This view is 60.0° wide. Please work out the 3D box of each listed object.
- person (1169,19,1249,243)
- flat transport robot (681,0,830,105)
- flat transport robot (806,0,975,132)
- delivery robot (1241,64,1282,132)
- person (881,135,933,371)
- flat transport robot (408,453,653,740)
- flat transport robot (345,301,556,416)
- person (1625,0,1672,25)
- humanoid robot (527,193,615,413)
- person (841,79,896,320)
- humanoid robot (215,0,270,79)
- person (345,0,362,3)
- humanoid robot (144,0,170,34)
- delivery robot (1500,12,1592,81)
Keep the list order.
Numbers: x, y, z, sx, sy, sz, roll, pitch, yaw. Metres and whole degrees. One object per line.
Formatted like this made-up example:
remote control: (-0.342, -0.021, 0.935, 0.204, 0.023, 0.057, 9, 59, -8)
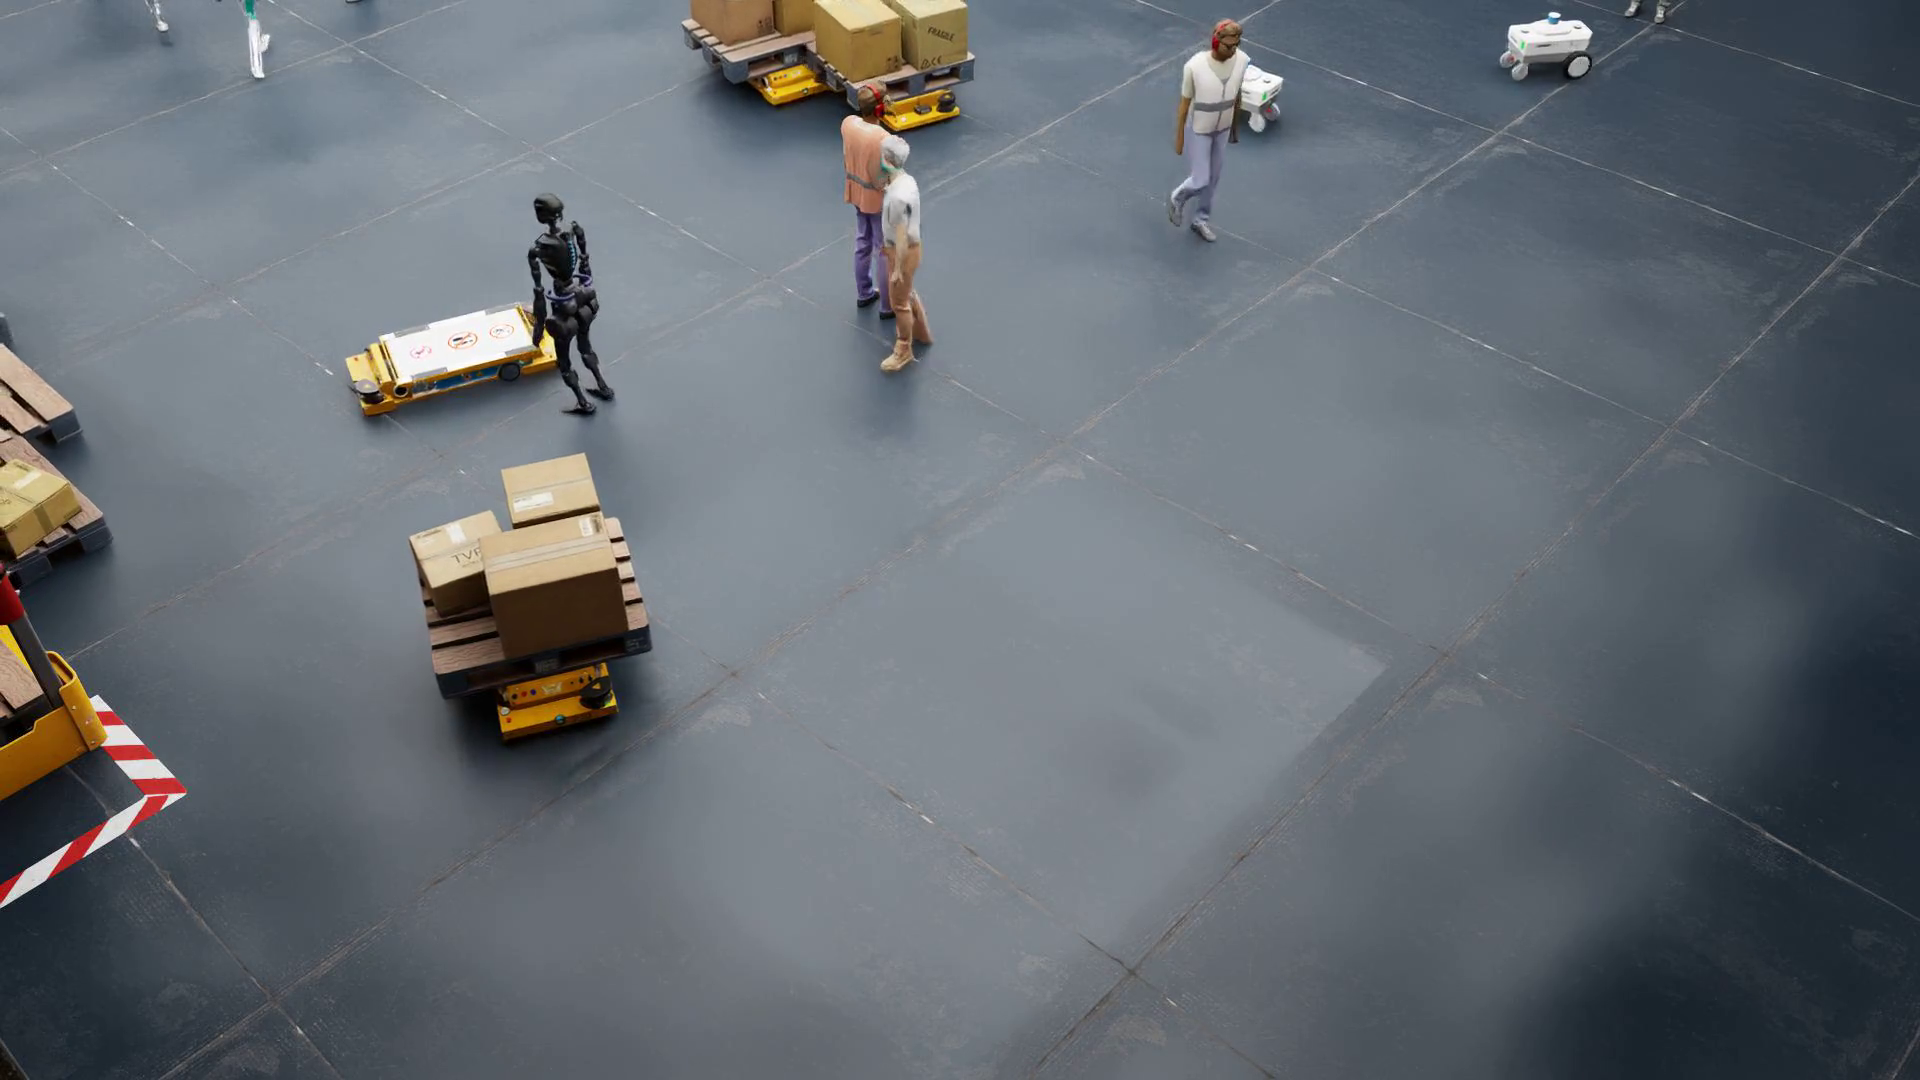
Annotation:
person: (1.934, -3.173, 12.885, 0.581, 1.822, 0.457, -20, 46, -21)
flat transport robot: (-1.798, -4.489, 15.516, 0.659, 0.231, 1.431, -24, 47, -24)
flat transport robot: (-0.638, -4.156, 15.146, 0.659, 0.231, 1.431, -21, 46, -22)
delivery robot: (2.477, -3.999, 14.752, 0.777, 0.587, 0.499, 27, 48, 26)
person: (-0.384, -2.007, 11.679, 0.428, 1.714, 0.581, -2, 42, -2)
flat transport robot: (-2.500, 0.556, 9.908, 0.659, 0.231, 1.431, -13, 44, -14)
flat transport robot: (-3.648, -1.324, 11.997, 1.431, 0.231, 0.659, -18, 45, -19)
person: (6.786, -5.887, 15.903, 0.568, 1.831, 0.409, 17, 45, 18)
humanoid robot: (-2.648, -1.576, 11.222, 0.321, 1.643, 0.608, 19, 45, 20)
person: (-0.619, -2.447, 12.065, 0.390, 1.849, 0.565, -33, 51, -31)
humanoid robot: (-6.598, -5.186, 15.247, 0.542, 1.792, 1.014, -6, 42, -6)
person: (-6.114, -6.239, 16.267, 0.417, 1.870, 0.535, -22, 47, -23)
humanoid robot: (-7.741, -5.581, 15.636, 0.559, 1.733, 1.030, -25, 48, -25)
delivery robot: (5.462, -4.579, 15.415, 0.812, 0.614, 0.499, -7, 42, -7)
